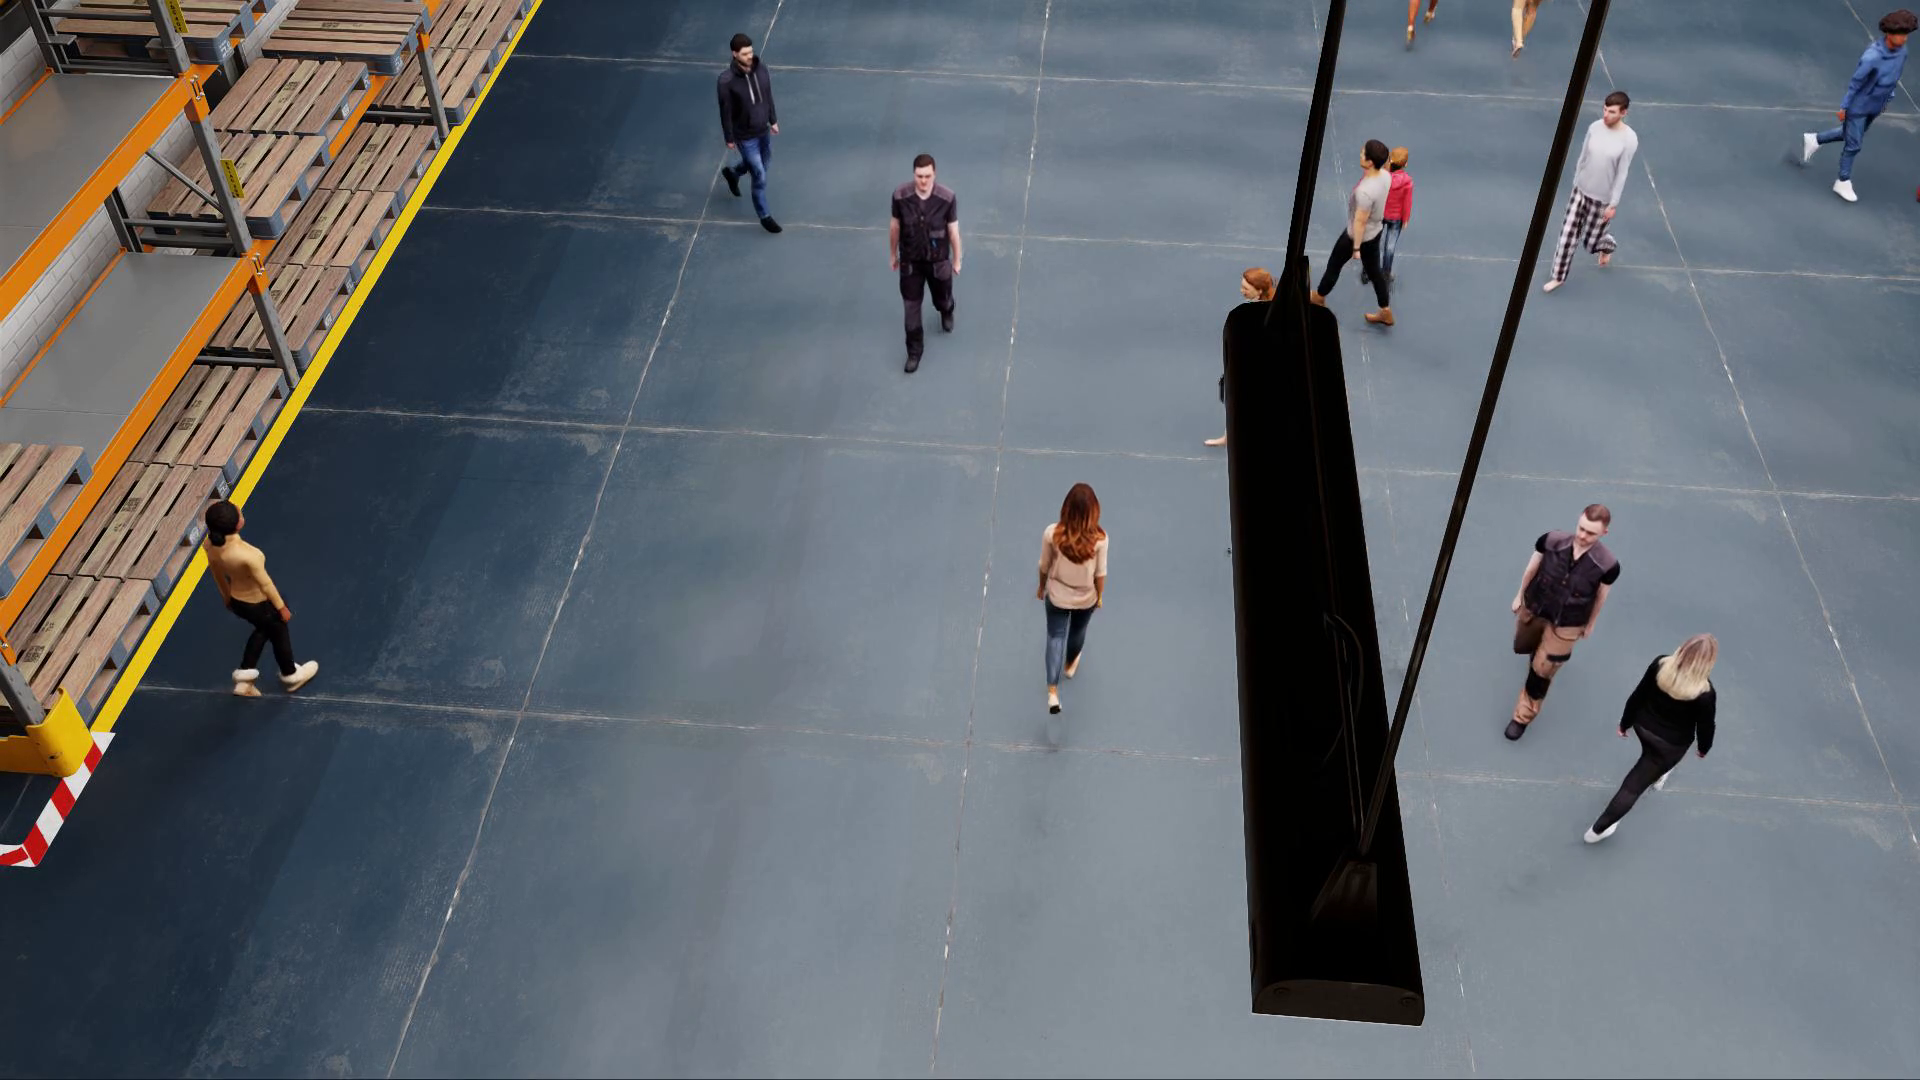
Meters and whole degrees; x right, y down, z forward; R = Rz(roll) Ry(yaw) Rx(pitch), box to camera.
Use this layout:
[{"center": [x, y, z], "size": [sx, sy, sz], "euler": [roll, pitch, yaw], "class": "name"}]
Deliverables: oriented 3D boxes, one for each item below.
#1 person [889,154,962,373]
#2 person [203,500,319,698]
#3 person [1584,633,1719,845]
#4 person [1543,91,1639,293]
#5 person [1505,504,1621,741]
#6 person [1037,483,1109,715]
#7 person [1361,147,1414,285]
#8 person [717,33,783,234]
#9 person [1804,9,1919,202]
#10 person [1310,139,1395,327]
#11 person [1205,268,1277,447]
[{"center": [-0.269, -2.302, 13.428], "size": [0.759, 1.829, 1.029], "euler": [6, 44, 6], "class": "person"}, {"center": [-4.579, 0.456, 10.665], "size": [0.766, 1.647, 0.914], "euler": [19, 47, 19], "class": "person"}, {"center": [4.087, 1.223, 9.865], "size": [1.162, 1.641, 1.137], "euler": [-27, 50, -26], "class": "person"}, {"center": [5.448, -2.958, 14.121], "size": [1.064, 1.824, 0.995], "euler": [-31, 51, -28], "class": "person"}, {"center": [3.822, 0.413, 10.589], "size": [1.060, 1.815, 1.189], "euler": [30, 51, 27], "class": "person"}, {"center": [0.704, 0.409, 10.624], "size": [0.644, 1.772, 0.991], "euler": [7, 44, 8], "class": "person"}, {"center": [3.677, -2.783, 14.304], "size": [0.582, 1.318, 0.598], "euler": [20, 47, 20], "class": "person"}, {"center": [-1.917, -3.677, 14.849], "size": [1.150, 1.861, 1.154], "euler": [-34, 53, -31], "class": "person"}, {"center": [8.256, -4.057, 15.305], "size": [1.009, 1.781, 1.182], "euler": [-16, 46, -16], "class": "person"}, {"center": [3.400, -2.495, 13.738], "size": [1.107, 1.682, 1.125], "euler": [32, 52, 29], "class": "person"}, {"center": [2.305, -1.337, 12.584], "size": [0.786, 1.596, 0.962], "euler": [-7, 44, -7], "class": "person"}]
